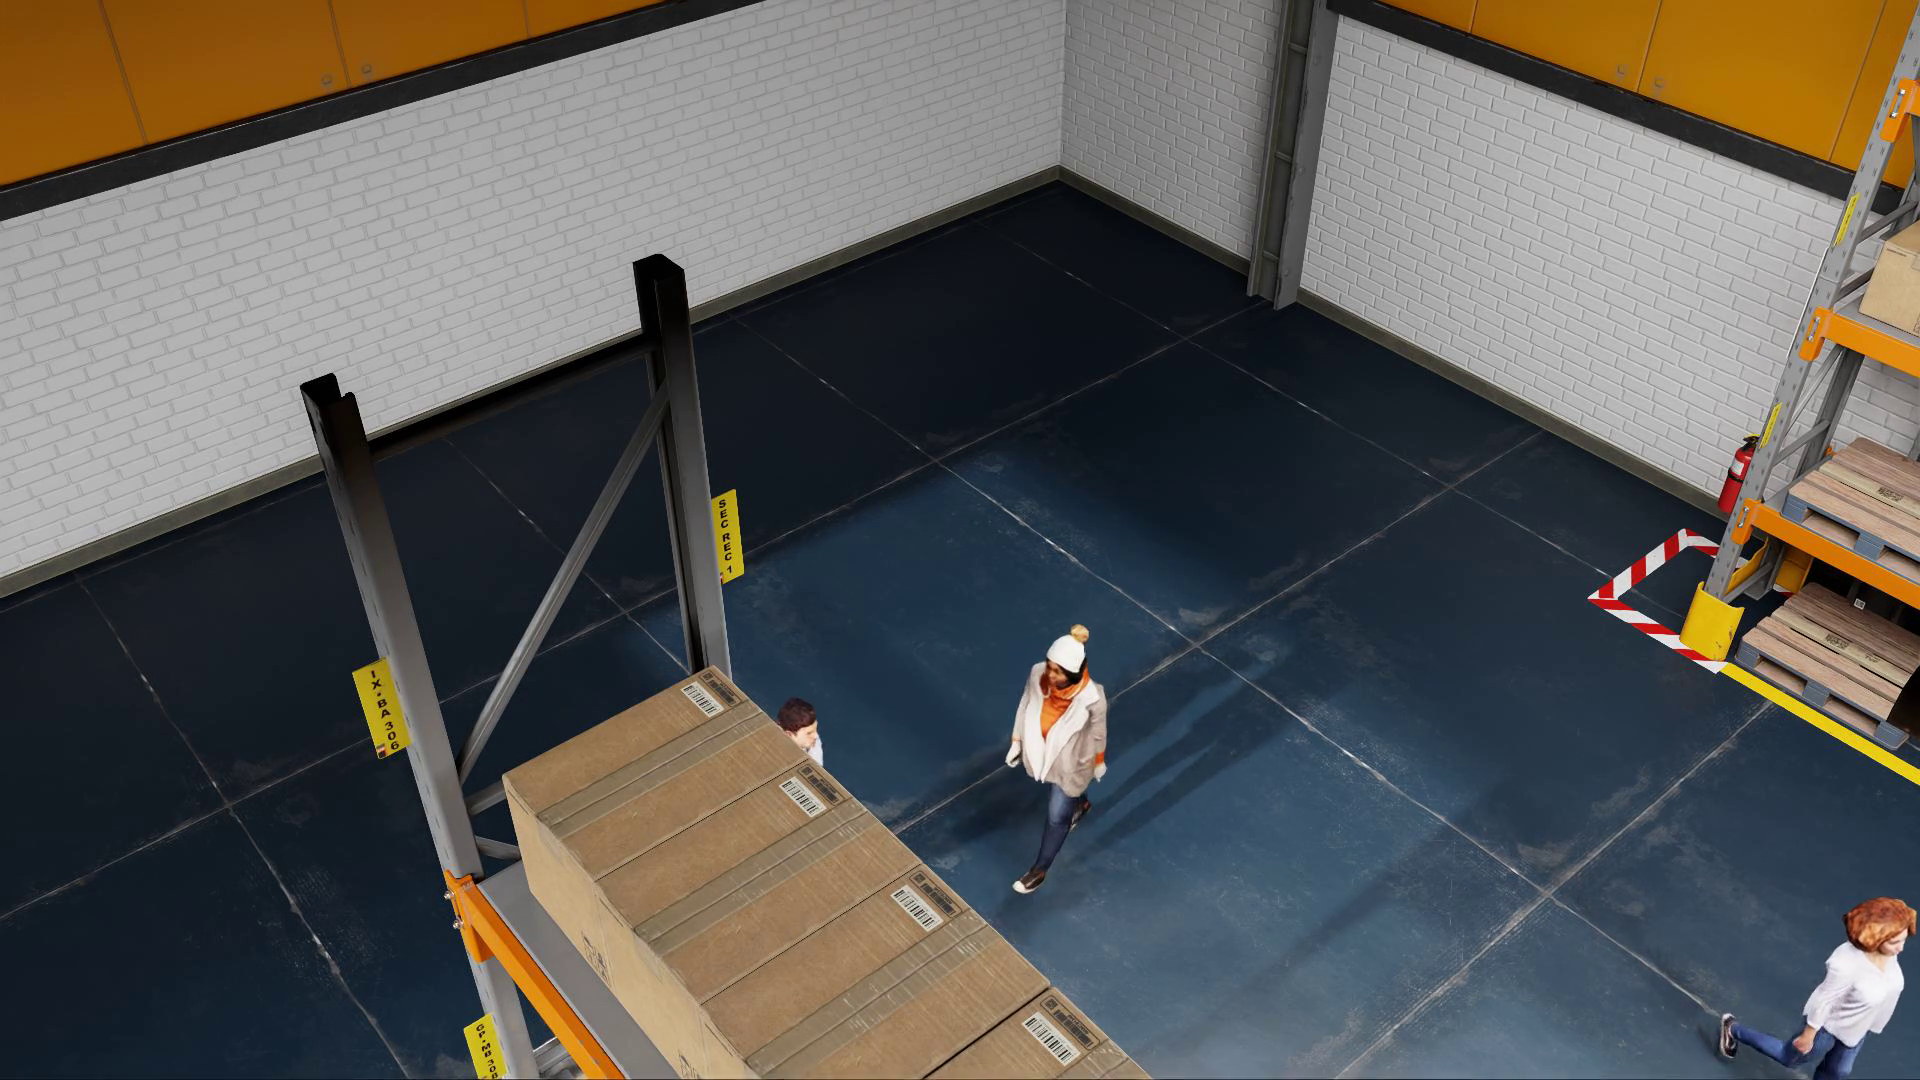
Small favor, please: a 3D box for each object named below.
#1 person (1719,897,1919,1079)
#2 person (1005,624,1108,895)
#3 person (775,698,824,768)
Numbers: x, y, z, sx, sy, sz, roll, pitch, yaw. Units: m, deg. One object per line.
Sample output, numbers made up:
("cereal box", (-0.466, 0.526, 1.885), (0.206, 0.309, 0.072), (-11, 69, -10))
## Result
("person", (4.508, 2.416, 8.706), (0.791, 1.687, 1.081), (-17, 42, -21))
("person", (0.675, 1.210, 10.097), (1.159, 1.836, 0.888), (28, 46, 30))
("person", (-1.047, 1.614, 9.535), (1.195, 1.906, 0.973), (15, 41, 18))
